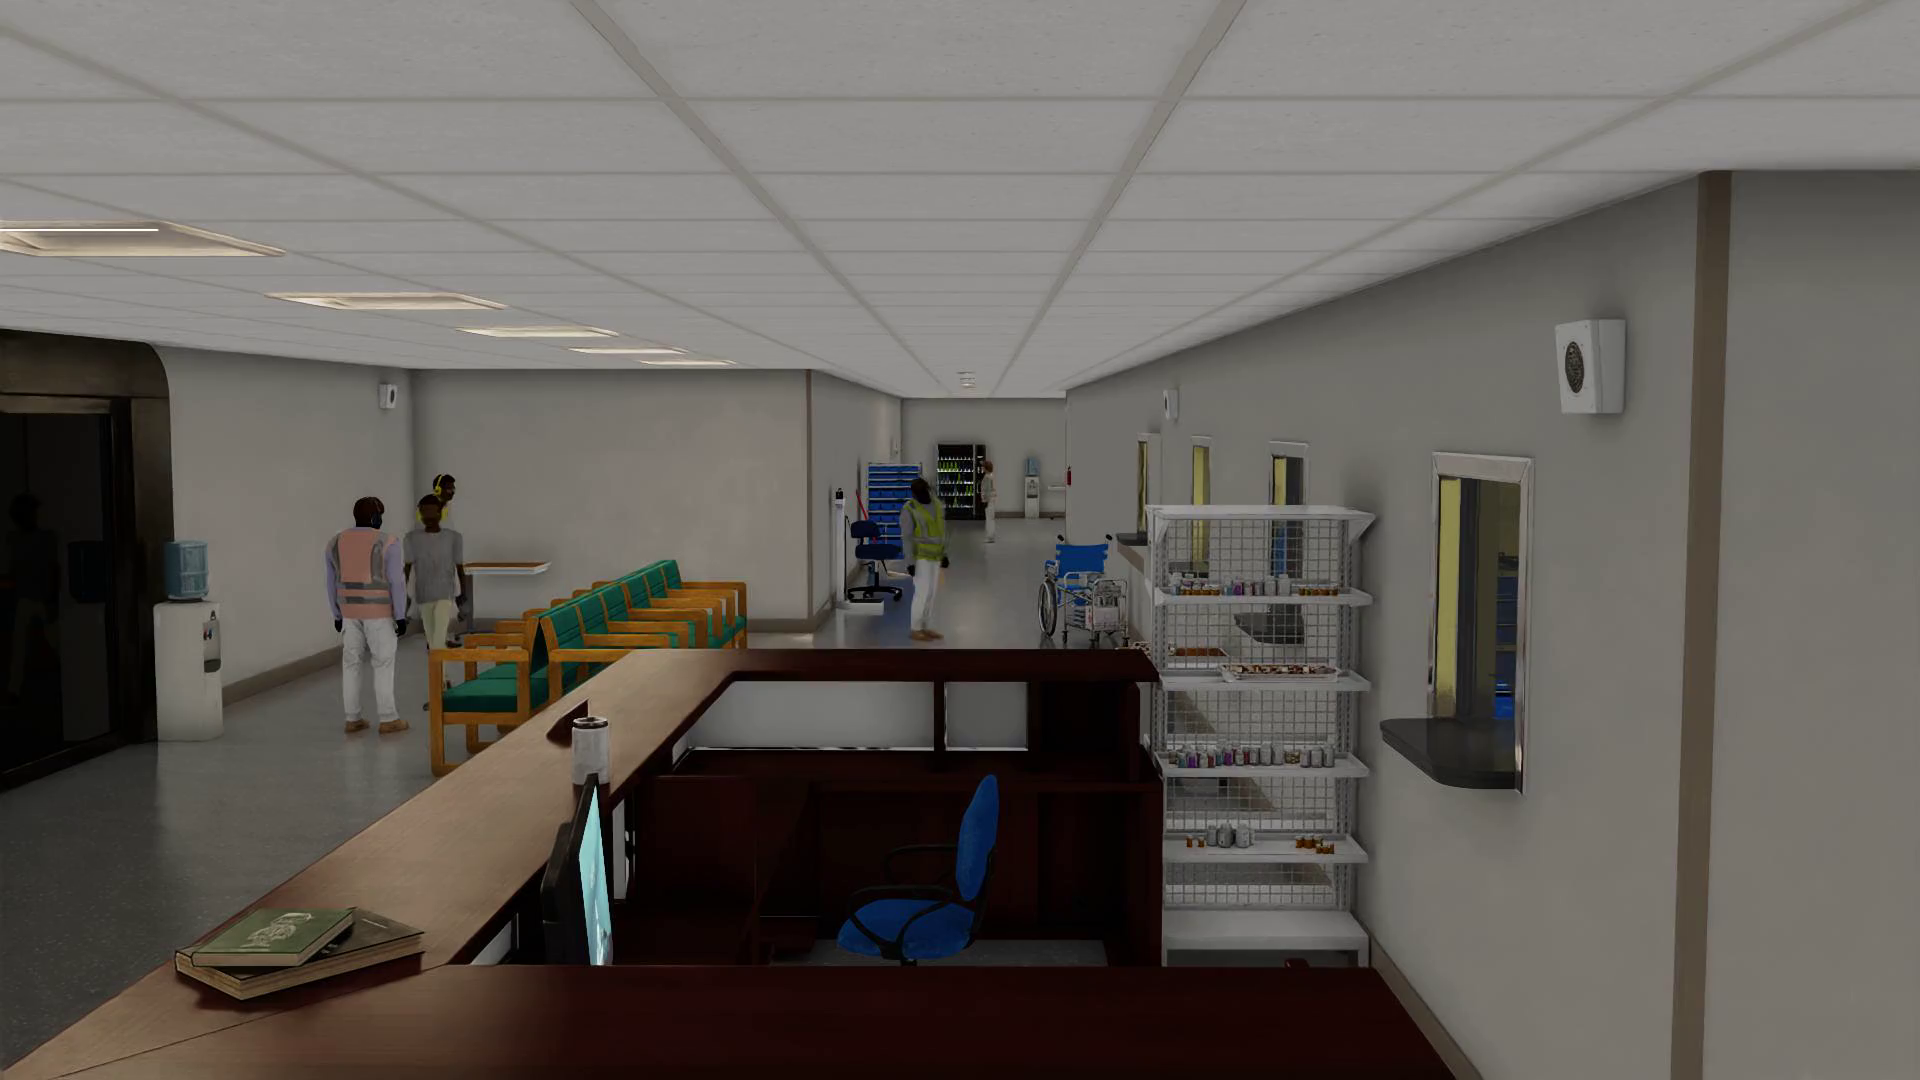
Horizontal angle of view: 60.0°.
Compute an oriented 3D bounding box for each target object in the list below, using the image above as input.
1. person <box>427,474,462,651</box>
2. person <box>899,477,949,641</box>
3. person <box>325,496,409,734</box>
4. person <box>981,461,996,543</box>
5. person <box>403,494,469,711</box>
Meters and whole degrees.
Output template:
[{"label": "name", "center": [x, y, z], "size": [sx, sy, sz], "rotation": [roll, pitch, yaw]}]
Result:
[{"label": "person", "center": [-5.460, 0.238, 17.548], "size": [0.308, 1.864, 0.535], "rotation": [0, 4, 2]}, {"label": "person", "center": [-0.381, 0.212, 18.422], "size": [0.433, 1.814, 0.660], "rotation": [3, 5, 38]}, {"label": "person", "center": [-4.575, 0.581, 12.907], "size": [0.633, 1.841, 0.429], "rotation": [1, 4, 11]}, {"label": "person", "center": [0.565, -0.756, 33.051], "size": [0.315, 1.641, 0.514], "rotation": [1, 4, 9]}, {"label": "person", "center": [-4.487, 0.509, 14.221], "size": [0.538, 1.808, 0.960], "rotation": [0, 4, -3]}]
